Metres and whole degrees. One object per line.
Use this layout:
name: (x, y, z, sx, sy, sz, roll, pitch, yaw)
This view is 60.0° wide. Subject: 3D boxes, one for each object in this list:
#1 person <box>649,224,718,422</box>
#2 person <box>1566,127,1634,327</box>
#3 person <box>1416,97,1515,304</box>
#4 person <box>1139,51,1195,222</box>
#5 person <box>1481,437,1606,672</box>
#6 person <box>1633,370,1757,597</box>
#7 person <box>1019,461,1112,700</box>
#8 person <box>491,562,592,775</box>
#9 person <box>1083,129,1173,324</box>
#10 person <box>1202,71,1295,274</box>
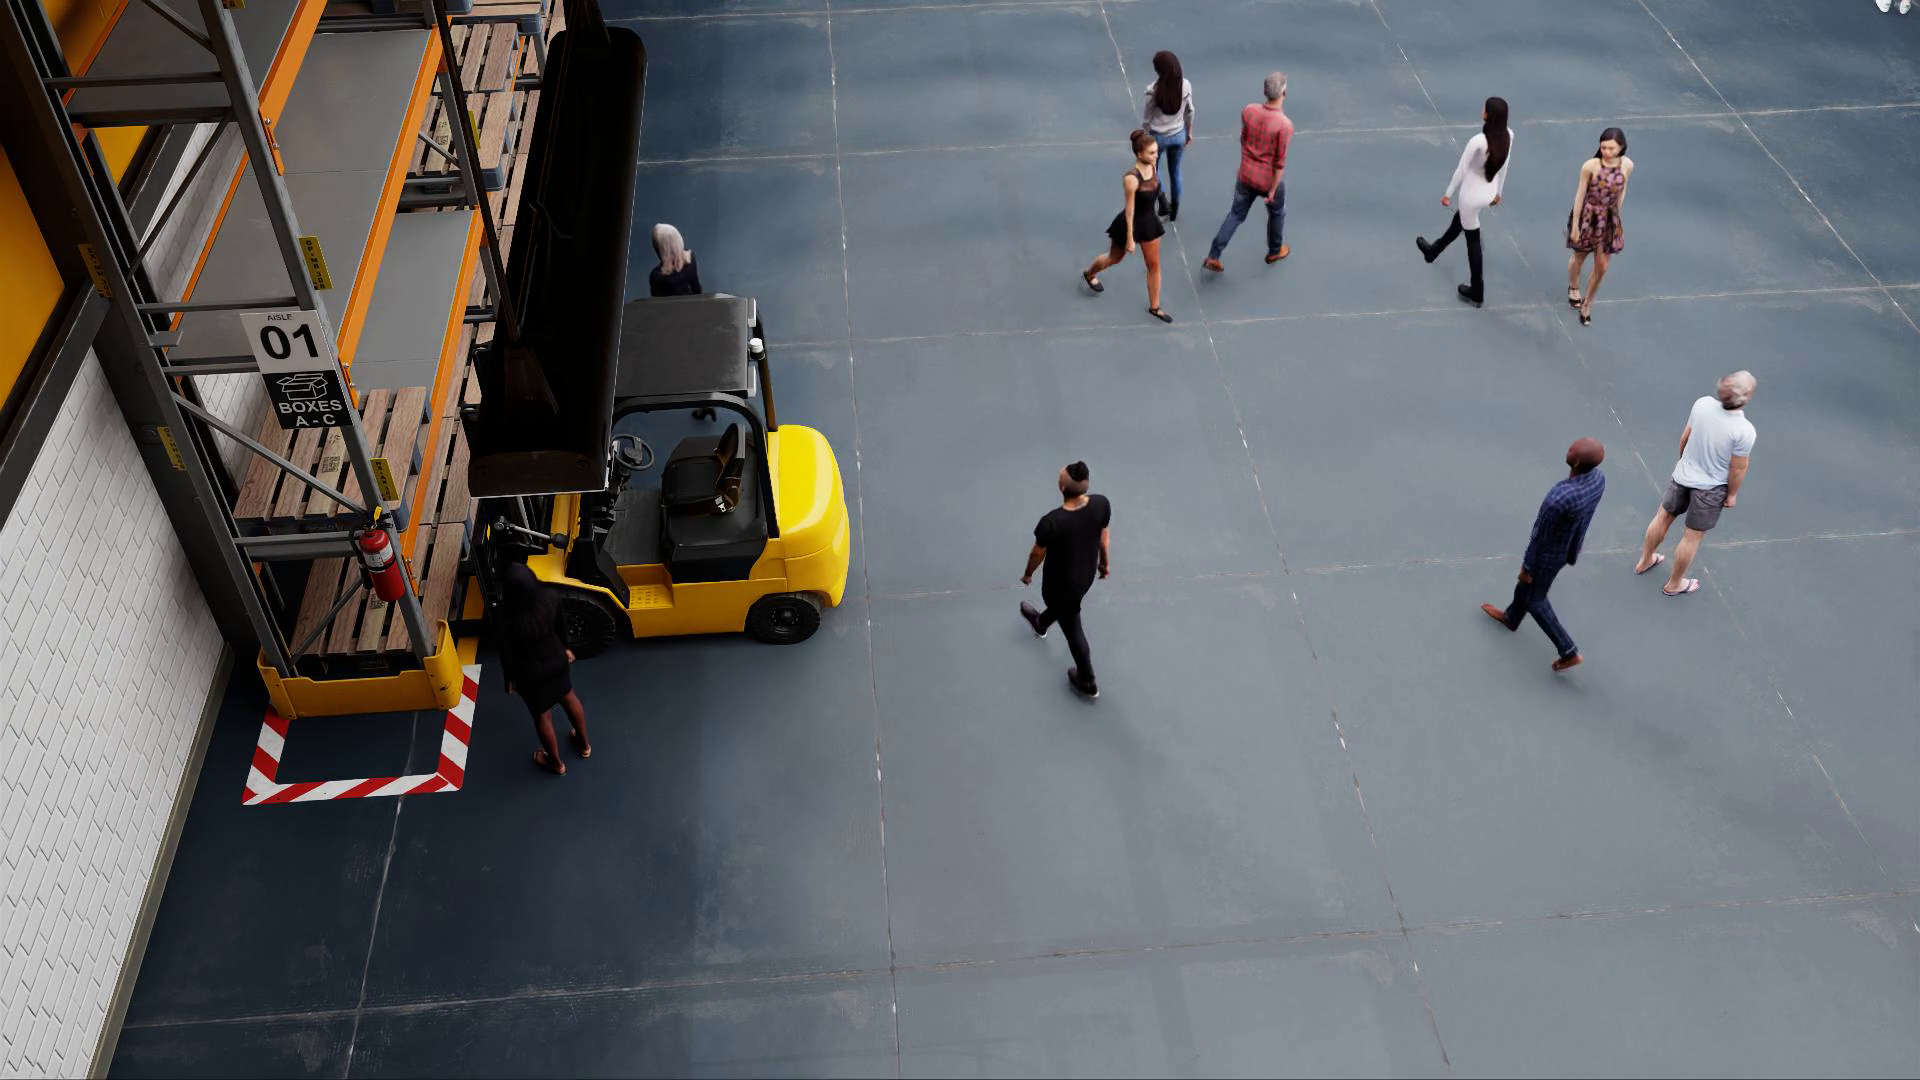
person: (-2.064, -1.598, 12.551, 1.002, 1.726, 0.975, 26, 49, 24)
person: (5.148, -2.632, 13.621, 0.646, 1.747, 0.724, -3, 44, -3)
person: (4.310, -2.759, 13.749, 0.946, 1.755, 1.217, -22, 48, -22)
person: (1.821, -3.492, 14.627, 0.732, 1.604, 0.735, -7, 44, -7)
person: (3.892, 0.092, 10.725, 1.028, 1.797, 1.173, -30, 51, -27)
person: (4.980, -0.395, 11.211, 0.789, 1.833, 0.659, -23, 48, -22)
person: (0.740, 0.268, 10.526, 1.064, 1.817, 1.256, -26, 49, -25)
person: (-2.540, 0.772, 10.068, 0.719, 1.719, 0.681, 34, 53, 30)
person: (1.373, -2.596, 13.664, 1.144, 1.637, 1.054, 32, 52, 29)
person: (2.459, -3.031, 14.005, 1.162, 1.794, 1.198, 33, 53, 30)
